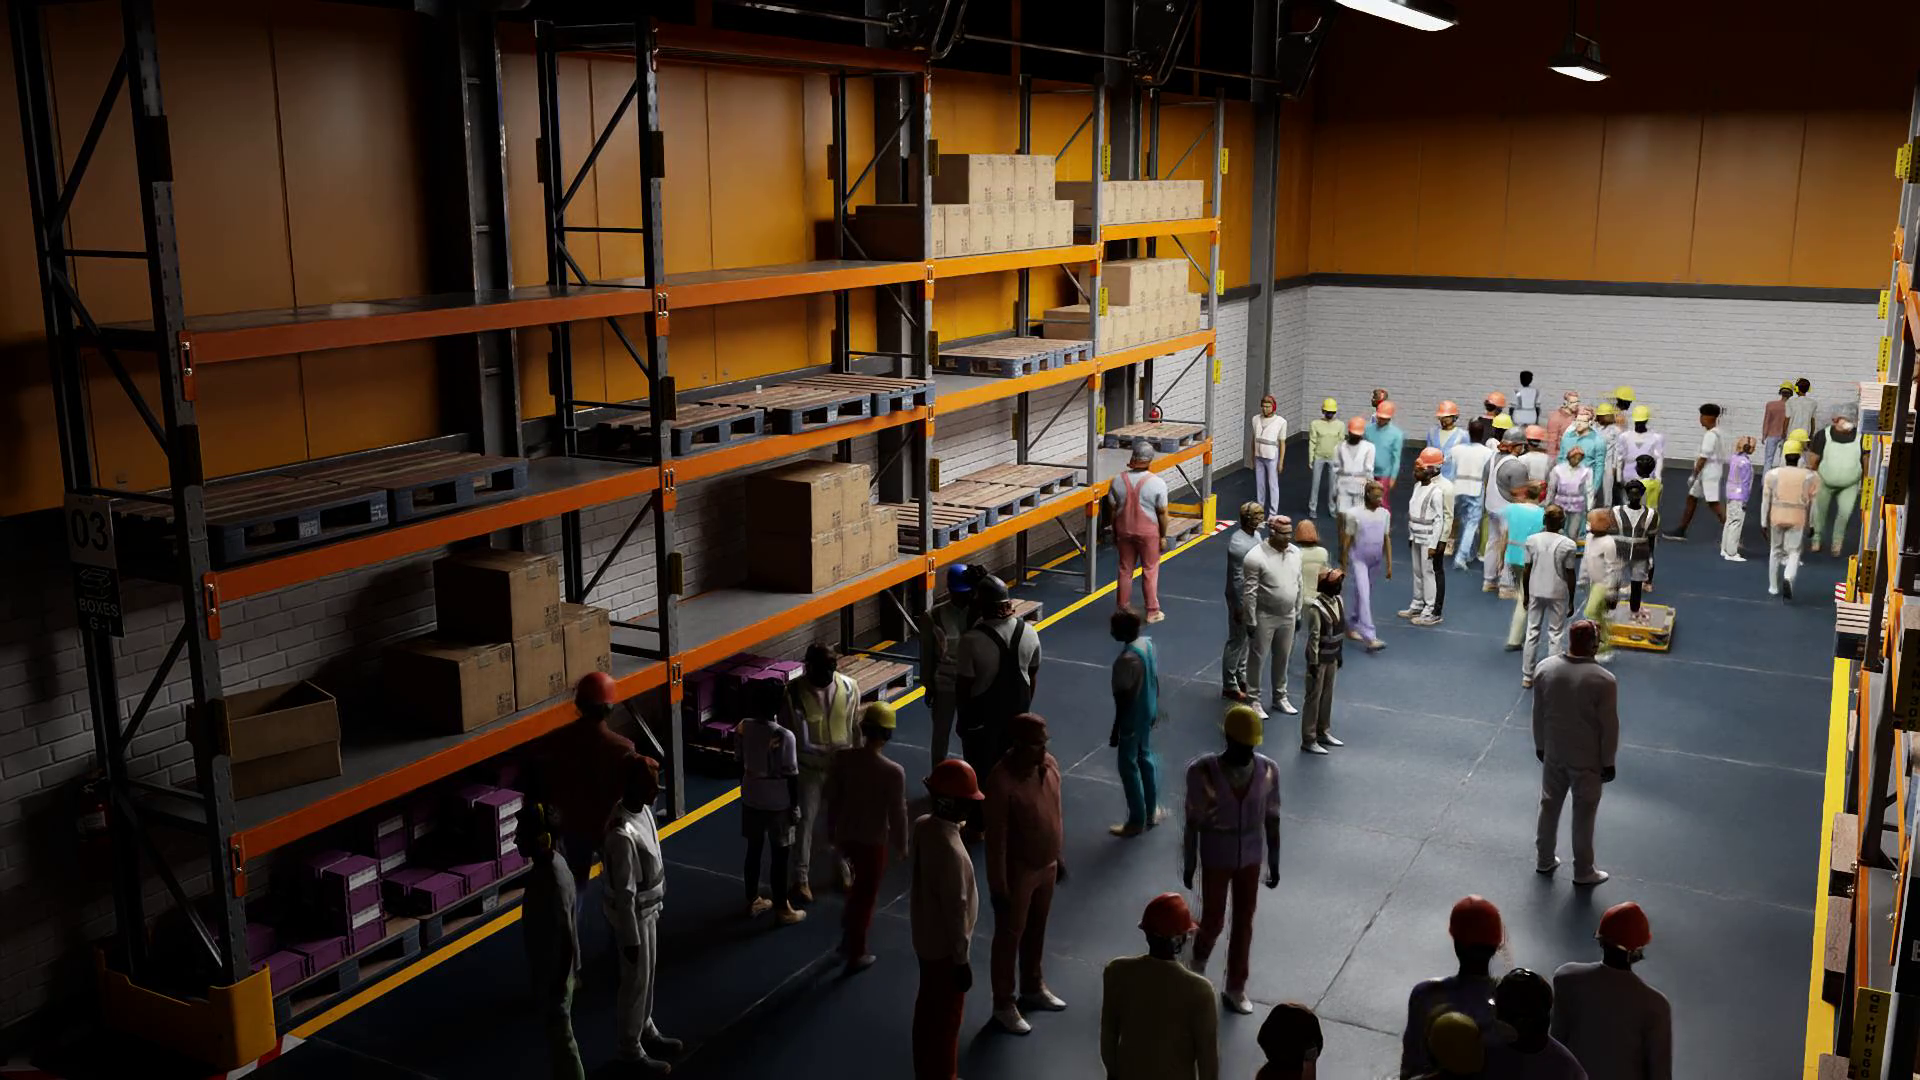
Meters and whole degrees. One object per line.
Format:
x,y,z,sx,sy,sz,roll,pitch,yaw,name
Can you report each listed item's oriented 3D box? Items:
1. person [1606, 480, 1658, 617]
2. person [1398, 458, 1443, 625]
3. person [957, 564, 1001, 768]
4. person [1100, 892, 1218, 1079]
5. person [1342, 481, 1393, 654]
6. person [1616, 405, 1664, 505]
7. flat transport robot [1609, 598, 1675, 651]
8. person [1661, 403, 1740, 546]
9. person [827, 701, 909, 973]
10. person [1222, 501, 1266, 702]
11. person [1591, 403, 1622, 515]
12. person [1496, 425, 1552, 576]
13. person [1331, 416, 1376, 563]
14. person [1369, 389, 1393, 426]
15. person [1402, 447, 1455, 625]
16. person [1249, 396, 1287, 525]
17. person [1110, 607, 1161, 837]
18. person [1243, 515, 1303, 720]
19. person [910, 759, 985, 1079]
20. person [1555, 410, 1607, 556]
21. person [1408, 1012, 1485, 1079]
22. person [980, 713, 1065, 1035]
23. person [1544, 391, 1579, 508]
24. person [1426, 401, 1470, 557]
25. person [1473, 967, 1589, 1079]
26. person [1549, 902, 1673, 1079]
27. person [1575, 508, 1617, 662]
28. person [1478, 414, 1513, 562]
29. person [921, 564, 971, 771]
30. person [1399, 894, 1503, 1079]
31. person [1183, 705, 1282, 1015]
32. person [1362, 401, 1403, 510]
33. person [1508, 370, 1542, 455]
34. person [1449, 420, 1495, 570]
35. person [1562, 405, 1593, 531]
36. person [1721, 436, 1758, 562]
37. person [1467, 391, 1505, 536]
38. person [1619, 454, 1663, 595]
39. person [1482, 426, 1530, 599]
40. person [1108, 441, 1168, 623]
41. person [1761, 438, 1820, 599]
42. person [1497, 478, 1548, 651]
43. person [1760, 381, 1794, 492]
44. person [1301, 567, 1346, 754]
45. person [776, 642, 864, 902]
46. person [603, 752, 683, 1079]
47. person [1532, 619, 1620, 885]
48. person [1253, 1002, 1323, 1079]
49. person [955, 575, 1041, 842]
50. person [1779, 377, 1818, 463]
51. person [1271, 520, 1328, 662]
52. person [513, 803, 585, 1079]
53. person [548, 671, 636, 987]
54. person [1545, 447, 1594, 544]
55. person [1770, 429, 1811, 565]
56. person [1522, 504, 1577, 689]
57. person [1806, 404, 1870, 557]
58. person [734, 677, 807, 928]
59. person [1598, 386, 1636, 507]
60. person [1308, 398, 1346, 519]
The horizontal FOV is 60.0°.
7.277,0.179,18.085,0.540,1.696,0.316,3,13,15,person
5.151,-0.002,18.473,0.349,1.881,0.577,-2,13,-9,person
0.136,1.140,13.206,0.371,1.958,0.598,-12,17,-43,person
0.930,2.468,7.714,0.565,1.748,0.339,7,14,28,person
4.319,0.264,17.501,0.516,1.786,0.977,-4,13,-18,person
9.093,-0.865,22.287,0.599,1.899,0.804,7,14,28,person
7.380,0.904,18.059,0.652,0.197,1.431,6,14,25,flat transport robot
10.078,-0.884,22.354,0.976,1.924,0.607,6,14,26,person
-0.574,1.864,10.444,0.545,1.726,0.487,9,15,35,person
2.701,0.574,15.805,0.367,1.932,0.623,5,14,23,person
9.101,-1.079,23.612,0.298,1.742,0.493,-11,17,-41,person
6.936,-0.465,20.459,0.573,1.919,0.509,-4,13,-19,person
5.061,-0.680,21.458,0.547,1.911,0.680,3,13,14,person
6.114,-1.275,24.246,0.385,1.849,0.569,8,15,31,person
5.206,-0.052,18.468,0.393,1.985,0.611,-4,13,-19,person
4.396,-1.149,23.722,0.394,1.836,0.560,-12,17,-42,person
1.348,1.351,12.614,0.319,1.815,0.699,7,14,27,person
2.898,0.702,15.299,0.647,1.900,0.400,-6,14,-26,person
-0.065,2.113,8.773,0.391,1.987,0.608,-4,13,-19,person
8.079,-0.751,21.765,0.409,1.913,0.642,-11,17,-41,person
1.951,2.683,6.769,0.536,1.751,0.490,-1,13,-3,person
0.401,1.928,9.781,0.405,1.906,0.650,10,16,37,person
8.654,-1.185,23.752,0.647,1.898,0.398,-6,14,-25,person
6.320,-0.808,21.708,0.615,2.047,0.357,12,17,42,person
2.198,2.612,6.648,0.372,1.940,0.631,-8,15,-32,person
2.978,2.487,7.619,0.327,1.753,0.562,-12,17,-44,person
6.457,0.475,16.934,0.479,1.613,0.495,0,13,-1,person
6.873,-0.664,21.359,0.396,1.920,0.587,3,13,13,person
-0.012,1.136,13.233,0.605,1.948,0.391,-3,13,-15,person
2.181,2.489,7.268,0.597,1.909,0.549,1,13,3,person
1.628,1.886,9.966,0.595,1.906,0.472,-2,13,-10,person
5.577,-0.888,22.259,0.650,1.961,0.591,12,17,42,person
9.445,-2.006,27.878,0.533,1.680,0.372,-1,13,-6,person
6.484,-0.586,21.098,0.604,1.886,0.933,11,17,41,person
8.335,-0.883,22.399,0.656,1.893,0.399,-12,17,-43,person
10.032,-0.533,21.427,0.318,1.631,0.524,2,13,7,person
7.201,-1.017,22.696,0.610,2.031,0.410,10,16,37,person
8.079,-0.176,19.696,0.529,1.689,0.321,-7,14,-29,person
6.498,-0.342,19.641,0.537,2.000,0.688,-3,13,-13,person
2.023,-0.103,18.572,0.688,2.000,0.536,7,14,28,person
9.690,-0.237,19.472,0.605,1.908,0.667,7,14,28,person
6.056,0.242,17.521,0.861,1.812,0.604,-9,16,-36,person
12.786,-1.597,25.913,0.535,1.753,0.341,6,14,24,person
3.153,1.033,14.409,0.314,1.632,0.516,10,16,39,person
-0.958,1.585,11.492,0.629,1.837,0.430,-5,14,-23,person
-1.780,2.071,9.213,0.373,1.879,0.588,0,13,-1,person
4.364,1.487,11.770,0.406,1.902,0.636,-10,16,-38,person
1.357,2.693,6.971,0.284,1.633,0.497,9,15,34,person
0.241,1.246,12.530,0.681,2.000,0.535,-7,14,-28,person
12.835,-1.556,25.500,0.500,1.861,0.327,-1,13,-3,person
3.445,0.587,16.526,0.508,1.582,0.901,-4,13,-17,person
-2.112,2.228,8.518,0.329,1.873,0.512,-6,14,-25,person
-2.302,1.786,10.336,0.613,1.961,0.971,3,13,12,person
7.602,-0.377,20.786,0.586,1.590,0.783,5,14,23,person
10.645,-0.558,21.278,0.296,1.745,0.484,0,13,-1,person
5.679,0.558,16.054,0.506,1.846,0.345,9,15,35,person
11.403,-0.790,21.648,0.756,2.000,0.717,6,14,25,person
-1.271,1.739,11.100,0.539,1.695,0.319,10,16,37,person
9.536,-1.332,24.423,0.772,1.897,0.598,3,13,12,person
5.288,-1.172,24.002,0.526,1.760,0.347,1,13,3,person
